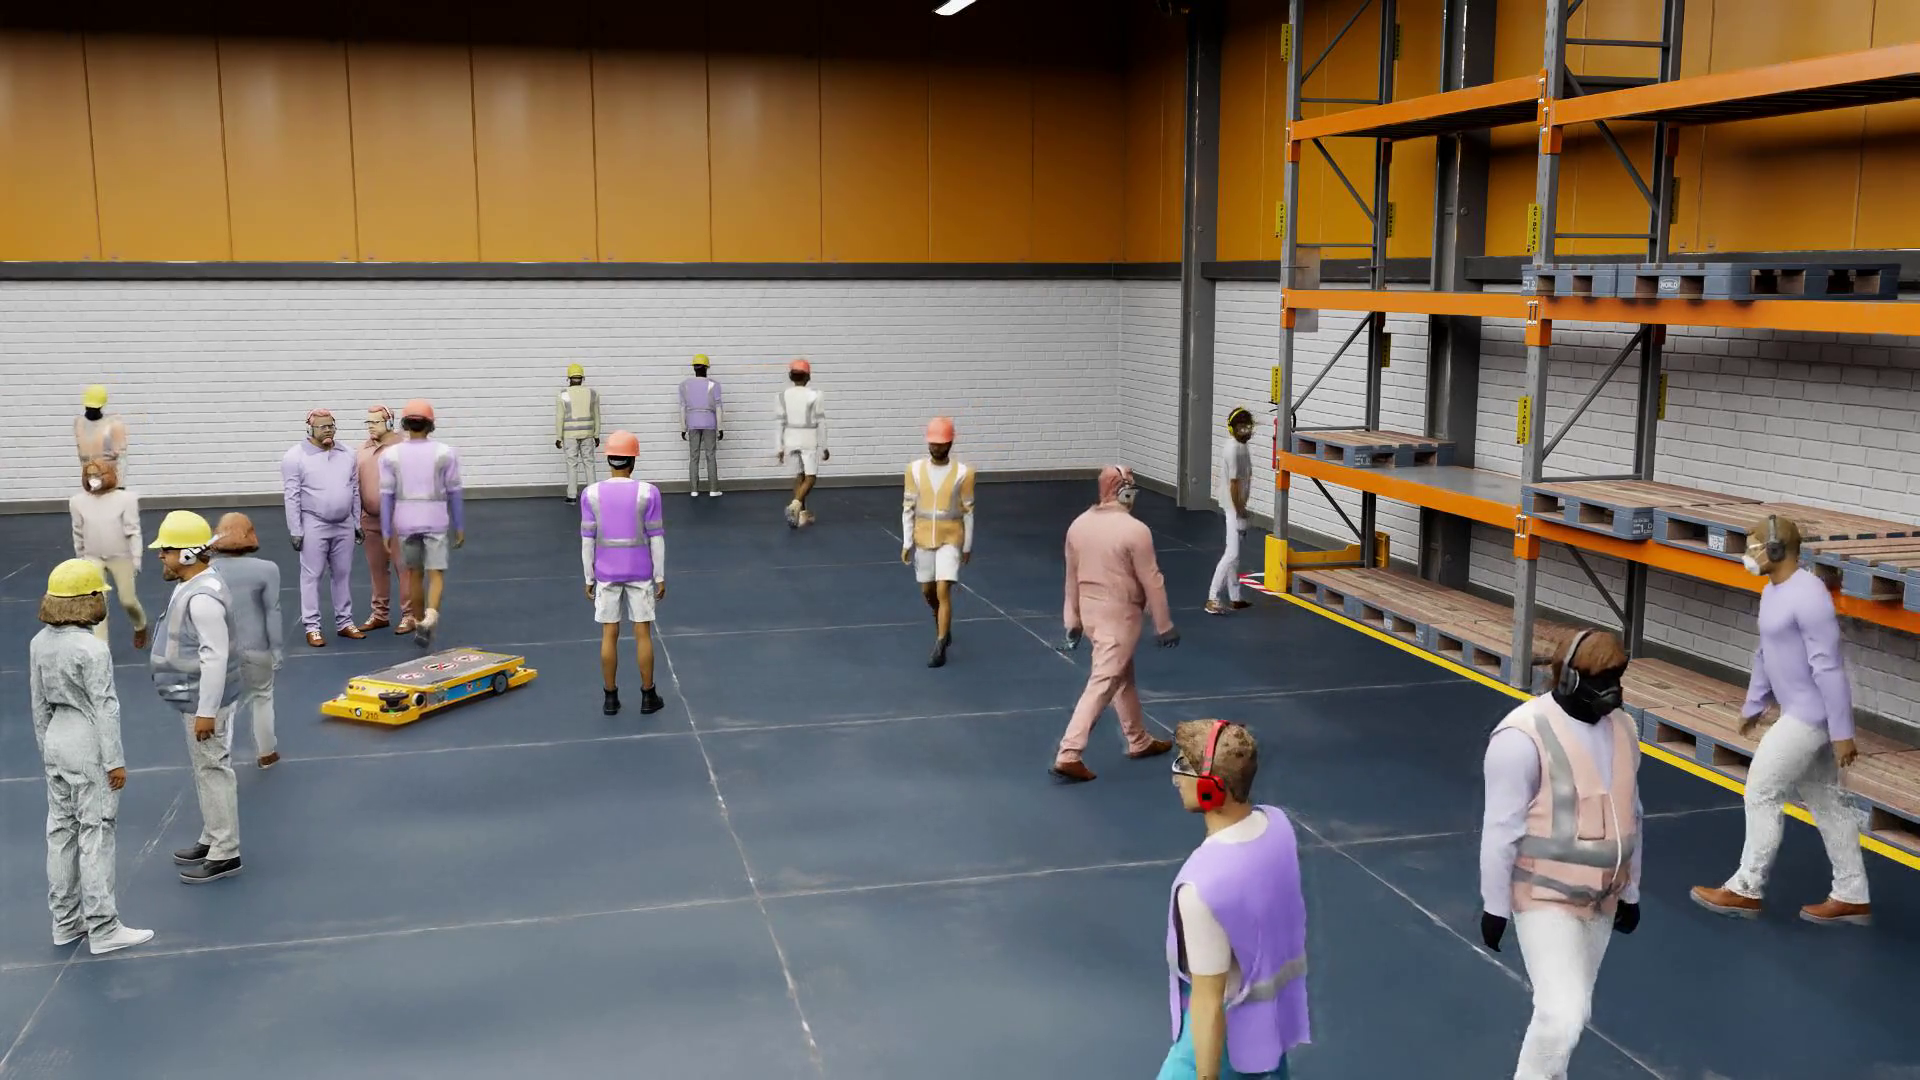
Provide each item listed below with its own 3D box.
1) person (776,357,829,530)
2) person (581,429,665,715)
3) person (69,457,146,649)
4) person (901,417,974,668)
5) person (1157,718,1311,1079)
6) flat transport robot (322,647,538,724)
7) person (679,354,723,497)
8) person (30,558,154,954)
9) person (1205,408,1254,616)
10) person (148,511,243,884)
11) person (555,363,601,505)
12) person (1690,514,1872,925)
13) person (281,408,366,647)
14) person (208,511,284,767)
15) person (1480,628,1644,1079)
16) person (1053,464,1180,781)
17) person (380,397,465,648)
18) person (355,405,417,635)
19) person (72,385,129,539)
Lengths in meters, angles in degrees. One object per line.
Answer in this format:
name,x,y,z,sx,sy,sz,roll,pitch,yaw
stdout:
person,-1.877,-1.119,19.392,0.616,2.019,0.828,4,10,21
person,-2.272,0.219,11.273,0.550,1.935,0.375,0,9,-3
person,-6.512,0.147,12.775,0.501,1.612,0.706,-2,9,-11
person,-0.149,-0.023,12.911,0.542,1.908,0.881,2,9,12
person,0.786,1.368,4.524,0.920,1.810,0.581,7,11,37
flat transport robot,-3.675,0.995,11.616,0.652,0.197,1.431,4,10,25
person,-3.444,-1.520,22.194,0.585,1.917,0.382,0,9,3
person,-3.864,0.944,7.355,0.492,1.742,0.324,5,10,28
person,2.397,-0.253,14.581,0.373,1.832,0.686,2,9,14
person,-3.762,0.762,8.209,0.404,1.831,0.601,-5,10,-28
person,-4.945,-1.367,21.498,0.603,1.830,0.404,-6,11,-32
person,3.812,0.829,7.657,0.888,1.873,0.645,3,10,17
person,-5.102,-0.108,13.414,0.408,1.908,0.646,7,12,39
person,-4.232,0.633,9.742,0.506,1.602,0.825,-1,9,-9
person,2.041,1.192,5.542,0.657,1.825,0.495,-5,11,-30
person,0.903,0.481,9.916,1.012,1.860,0.655,-6,11,-32
person,-4.247,-0.114,13.133,0.643,2.013,0.803,-1,9,-9
person,-4.769,-0.170,13.799,0.651,1.907,0.409,3,10,19
person,-8.604,-0.629,16.737,0.601,1.879,0.651,1,9,7
